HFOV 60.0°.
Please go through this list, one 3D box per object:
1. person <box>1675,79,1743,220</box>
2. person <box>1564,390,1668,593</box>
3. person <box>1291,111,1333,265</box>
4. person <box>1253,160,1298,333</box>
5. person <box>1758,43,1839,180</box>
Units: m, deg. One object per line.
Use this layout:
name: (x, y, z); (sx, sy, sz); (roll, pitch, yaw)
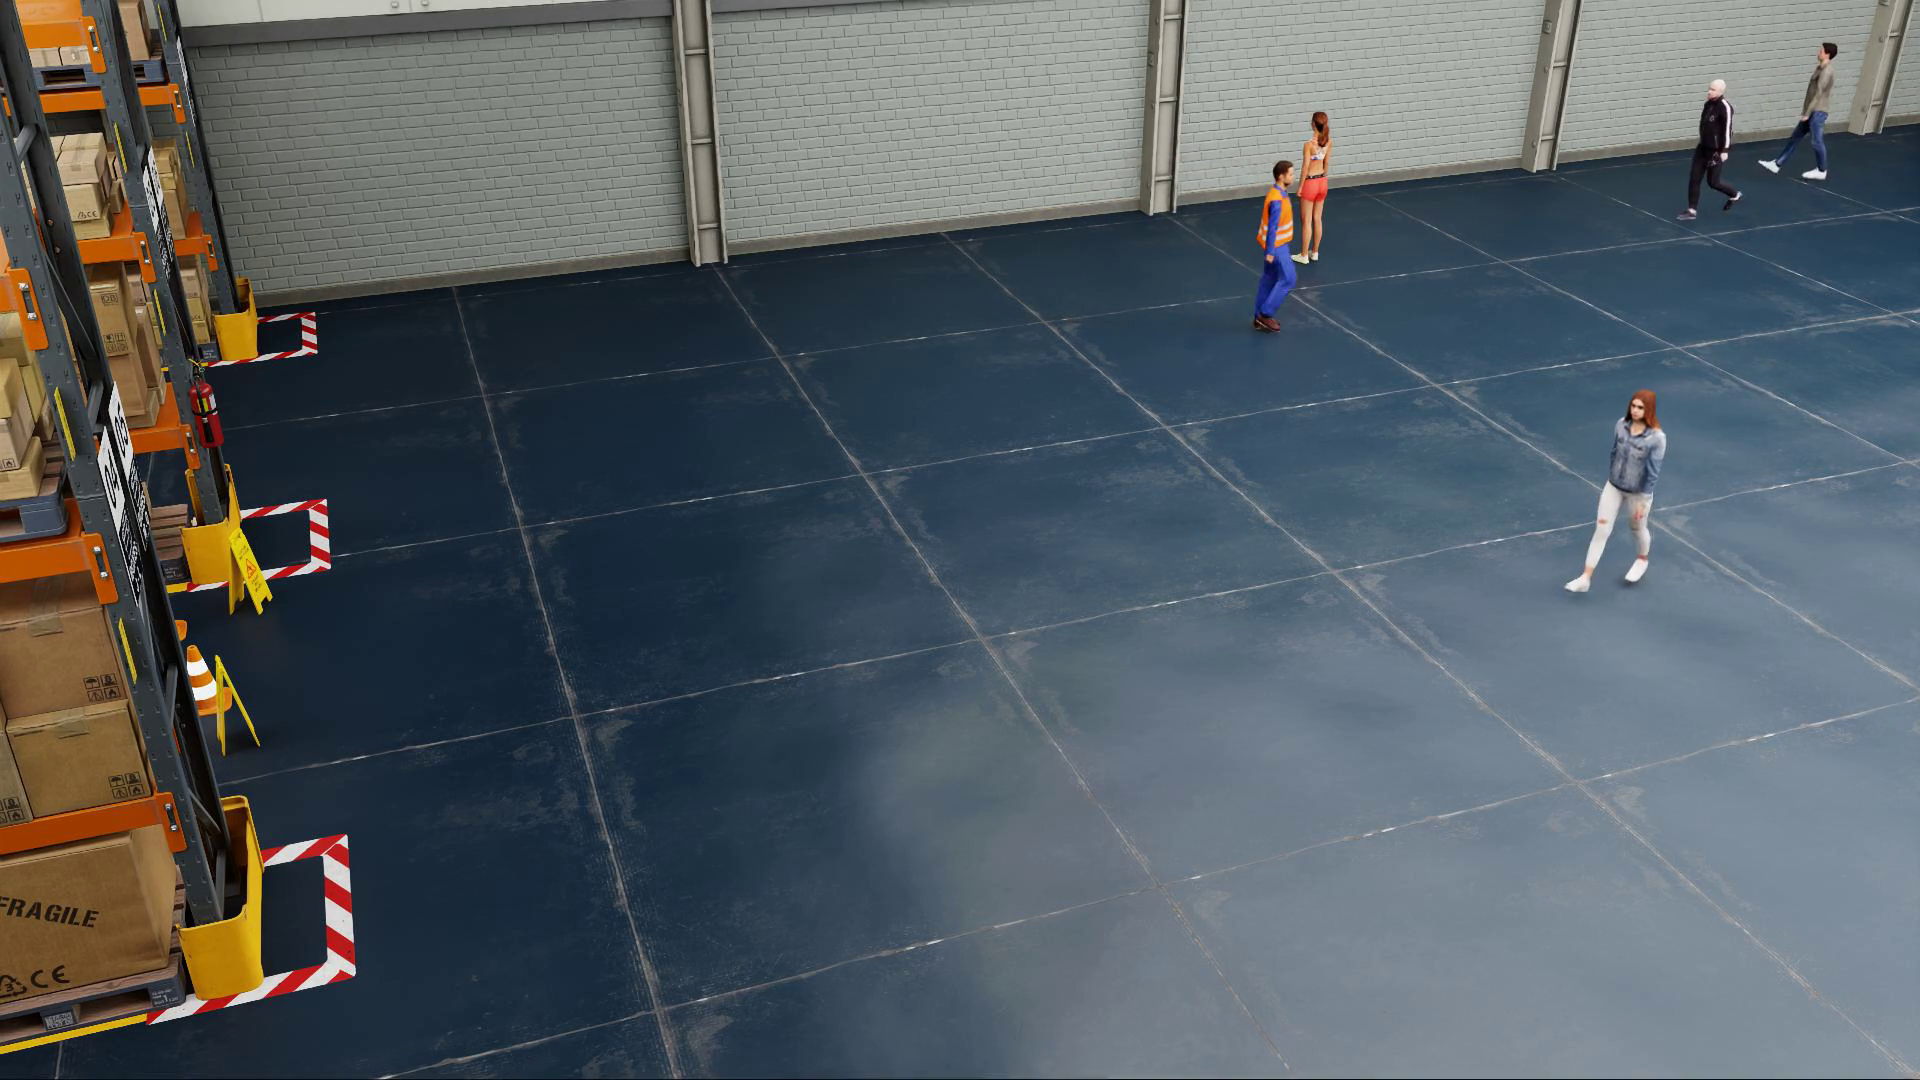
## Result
person: (9.626, -4.928, 21.107); (1.073, 1.792, 0.750); (-6, 29, -11)
person: (5.170, -0.376, 12.710); (1.194, 1.650, 0.859); (-21, 34, -33)
person: (4.187, -4.173, 19.691); (0.560, 1.791, 0.673); (-16, 32, -27)
person: (3.255, -3.107, 17.624); (0.834, 1.852, 0.817); (3, 28, 5)
person: (11.788, -5.811, 22.740); (1.246, 1.815, 1.138); (9, 29, 16)
